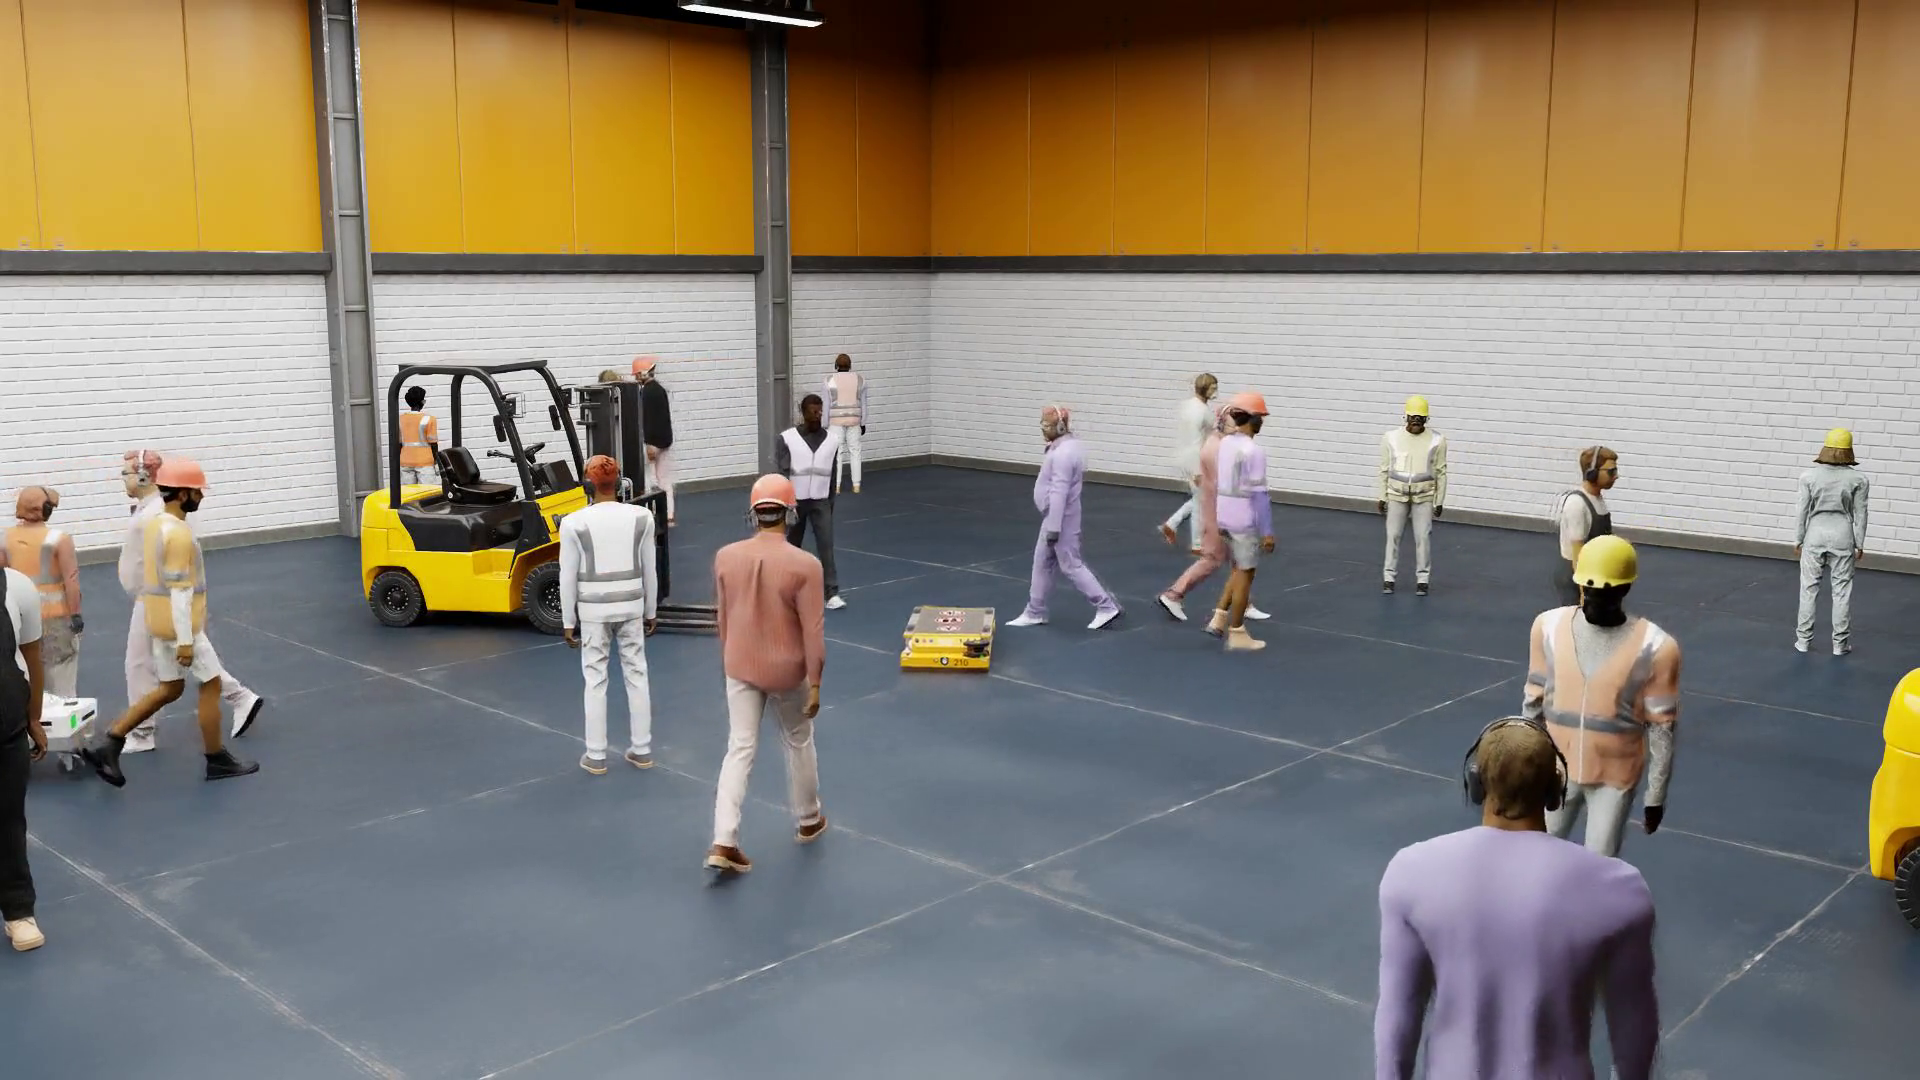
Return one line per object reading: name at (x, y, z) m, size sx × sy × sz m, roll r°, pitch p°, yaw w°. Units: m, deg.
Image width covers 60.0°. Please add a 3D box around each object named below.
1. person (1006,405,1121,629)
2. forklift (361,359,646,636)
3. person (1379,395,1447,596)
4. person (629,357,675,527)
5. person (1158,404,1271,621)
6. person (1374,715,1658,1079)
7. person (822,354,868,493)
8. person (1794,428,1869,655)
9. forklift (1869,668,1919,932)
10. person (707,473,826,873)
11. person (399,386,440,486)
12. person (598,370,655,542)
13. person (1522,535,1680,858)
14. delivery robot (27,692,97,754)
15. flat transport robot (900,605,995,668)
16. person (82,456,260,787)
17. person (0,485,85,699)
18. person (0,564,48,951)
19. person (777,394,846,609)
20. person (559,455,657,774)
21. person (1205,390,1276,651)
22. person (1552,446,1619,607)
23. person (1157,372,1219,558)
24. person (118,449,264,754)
person at (0.875, -0.176, 13.586) m, size 0.933 × 1.872 × 0.665 m, roll 0°, pitch 9°, yaw 2°
forklift at (-3.850, -0.407, 13.936) m, size 2.313 × 2.155 × 1.214 m, roll 2°, pitch 9°, yaw 11°
person at (4.090, -0.402, 15.053) m, size 0.596 × 1.825 × 0.403 m, roll 3°, pitch 10°, yaw 19°
person at (-3.527, -1.111, 18.997) m, size 0.620 × 1.946 × 0.635 m, roll 2°, pitch 10°, yaw 15°
person at (2.117, -0.219, 13.854) m, size 0.822 × 1.859 × 0.656 m, roll 4°, pitch 10°, yaw 21°
person at (1.334, 1.362, 4.065) m, size 0.640 × 1.891 × 1.035 m, roll 5°, pitch 10°, yaw 28°
person at (-1.528, -1.531, 21.910) m, size 0.631 × 1.843 × 0.429 m, roll -3°, pitch 10°, yaw -19°
person at (6.682, 0.007, 12.780) m, size 0.494 × 1.743 × 0.305 m, roll 5°, pitch 11°, yaw 29°
forklift at (5.205, 0.723, 7.013) m, size 2.313 × 2.155 × 1.214 m, roll 9°, pitch 13°, yaw 43°
person at (-0.970, 0.653, 8.248) m, size 0.612 × 1.948 × 0.997 m, roll 2°, pitch 10°, yaw 15°
person at (-5.862, -0.818, 18.004) m, size 0.531 × 1.694 × 0.320 m, roll 3°, pitch 10°, yaw 19°
person at (-3.721, -0.886, 17.857) m, size 1.057 × 1.878 × 0.635 m, roll 5°, pitch 11°, yaw 29°
person at (2.523, 0.918, 6.665) m, size 0.624 × 1.912 × 0.406 m, roll 7°, pitch 12°, yaw 38°
delivery robot at (-5.432, 1.058, 9.680) m, size 0.707 × 0.478 × 0.477 m, roll -1°, pitch 9°, yaw -5°
flat transport robot at (-0.075, 0.730, 12.850) m, size 0.652 × 0.197 × 1.431 m, roll 1°, pitch 9°, yaw 3°
person at (-4.518, 0.479, 9.428) m, size 0.836 × 1.905 × 0.542 m, roll -8°, pitch 12°, yaw -39°
person at (-5.758, 0.463, 10.366) m, size 0.525 × 1.619 × 0.594 m, roll 2°, pitch 9°, yaw 11°
person at (-4.230, 0.792, 7.059) m, size 0.683 × 2.000 × 0.536 m, roll -7°, pitch 12°, yaw -36°
person at (-1.324, -0.348, 14.603) m, size 0.595 × 1.868 × 1.022 m, roll -4°, pitch 10°, yaw -24°
person at (-2.051, 0.436, 9.740) m, size 0.577 × 1.880 × 0.355 m, roll -4°, pitch 10°, yaw -26°
person at (2.192, -0.136, 12.806) m, size 0.416 × 2.029 × 0.657 m, roll -3°, pitch 10°, yaw -15°
person at (4.044, 0.308, 10.673) m, size 0.479 × 1.829 × 0.513 m, roll 9°, pitch 13°, yaw 43°
person at (2.371, -0.757, 16.928) m, size 0.549 × 1.918 × 0.637 m, roll 1°, pitch 9°, yaw 6°
person at (-4.820, 0.367, 10.203) m, size 0.871 × 1.874 × 0.653 m, roll -3°, pitch 10°, yaw -17°
